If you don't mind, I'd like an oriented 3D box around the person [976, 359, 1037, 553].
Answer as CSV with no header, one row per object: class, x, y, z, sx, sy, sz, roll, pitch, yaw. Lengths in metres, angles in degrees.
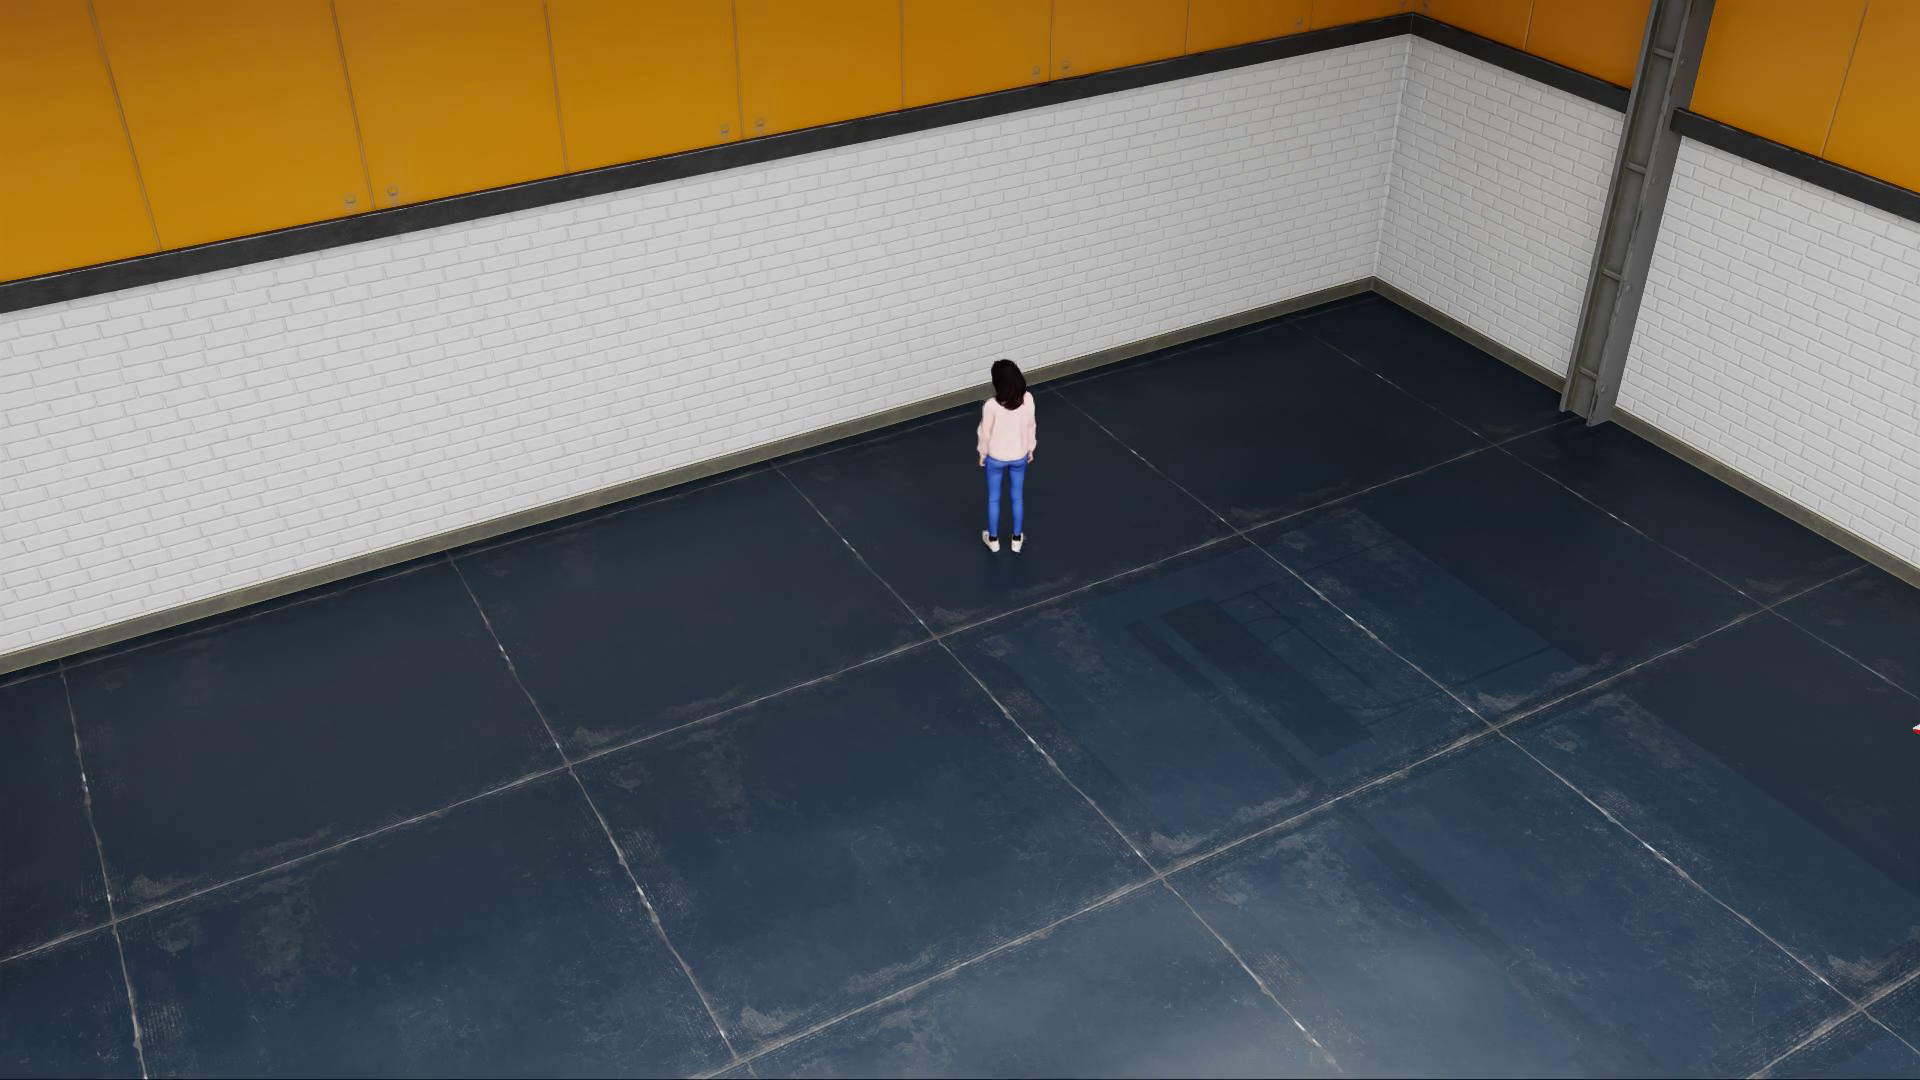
person,0.375,-0.685,13.657,0.726,1.771,0.682,-3,34,-5
